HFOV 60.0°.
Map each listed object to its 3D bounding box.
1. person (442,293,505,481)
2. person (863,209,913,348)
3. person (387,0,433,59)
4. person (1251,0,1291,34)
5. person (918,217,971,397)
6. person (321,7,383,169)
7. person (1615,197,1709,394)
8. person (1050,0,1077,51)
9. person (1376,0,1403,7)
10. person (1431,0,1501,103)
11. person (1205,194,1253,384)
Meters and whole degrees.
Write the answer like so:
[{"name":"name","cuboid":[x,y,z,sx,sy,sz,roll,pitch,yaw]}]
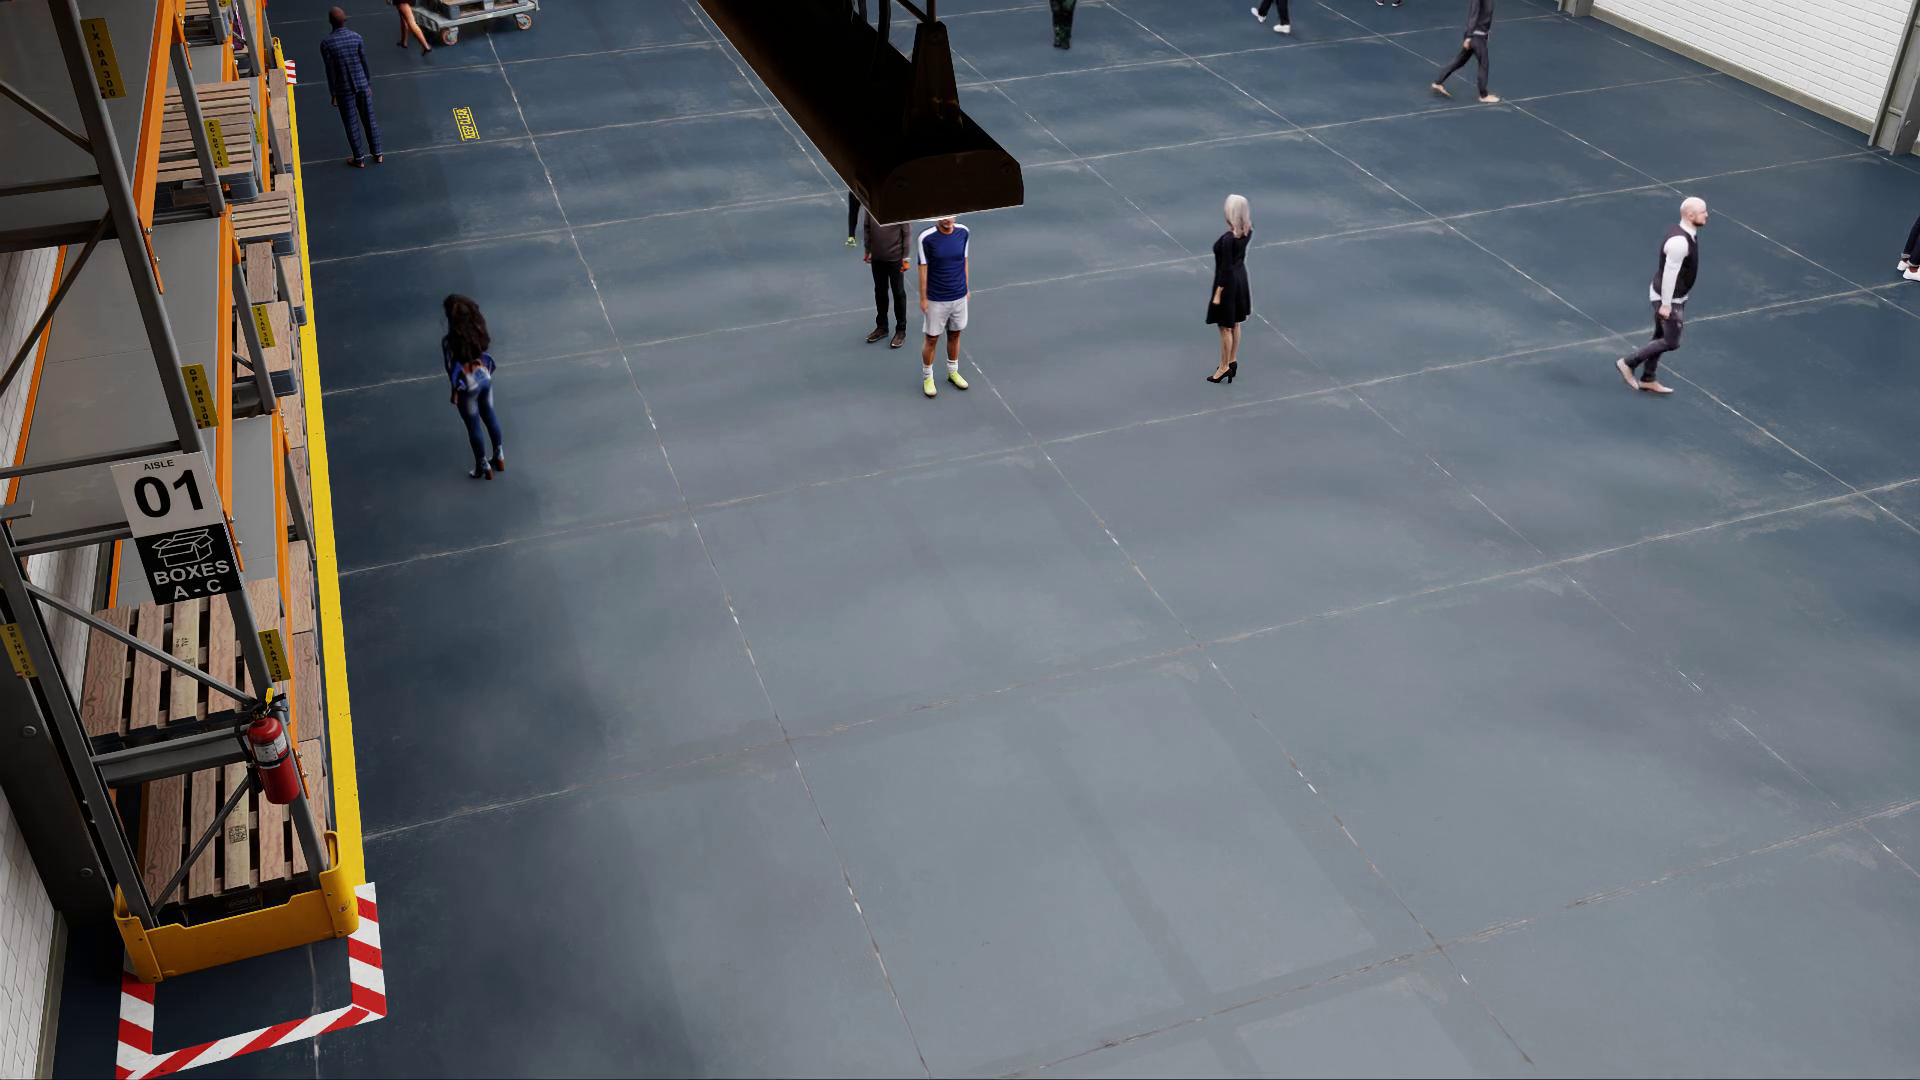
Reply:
[{"name":"person","cuboid":[-3.890,-1.234,13.268,0.738,1.615,0.695,18,38,25]},{"name":"person","cuboid":[-0.645,-2.635,15.238,0.766,1.768,0.689,-6,34,-9]},{"name":"person","cuboid":[-7.450,-7.309,22.393,1.223,1.632,0.936,26,42,34]},{"name":"person","cuboid":[4.557,-7.973,23.374,0.916,1.652,1.146,-27,42,-34]},{"name":"person","cuboid":[-0.131,-2.145,14.440,0.658,1.837,0.573,-16,37,-22]},{"name":"person","cuboid":[-6.964,-5.191,19.037,0.743,1.820,0.732,-26,42,-34]},{"name":"person","cuboid":[6.054,-2.102,14.394,0.959,1.816,0.899,15,36,21]},{"name":"person","cuboid":[1.410,-7.676,22.768,0.809,1.829,0.865,4,34,5]},{"name":"person","cuboid":[6.415,-8.793,24.496,0.688,1.776,0.722,11,35,16]},{"name":"person","cuboid":[6.404,-6.384,20.948,1.082,1.691,1.100,10,35,15]},{"name":"person","cuboid":[2.360,-2.206,14.613,0.744,1.746,0.703,20,38,27]}]
